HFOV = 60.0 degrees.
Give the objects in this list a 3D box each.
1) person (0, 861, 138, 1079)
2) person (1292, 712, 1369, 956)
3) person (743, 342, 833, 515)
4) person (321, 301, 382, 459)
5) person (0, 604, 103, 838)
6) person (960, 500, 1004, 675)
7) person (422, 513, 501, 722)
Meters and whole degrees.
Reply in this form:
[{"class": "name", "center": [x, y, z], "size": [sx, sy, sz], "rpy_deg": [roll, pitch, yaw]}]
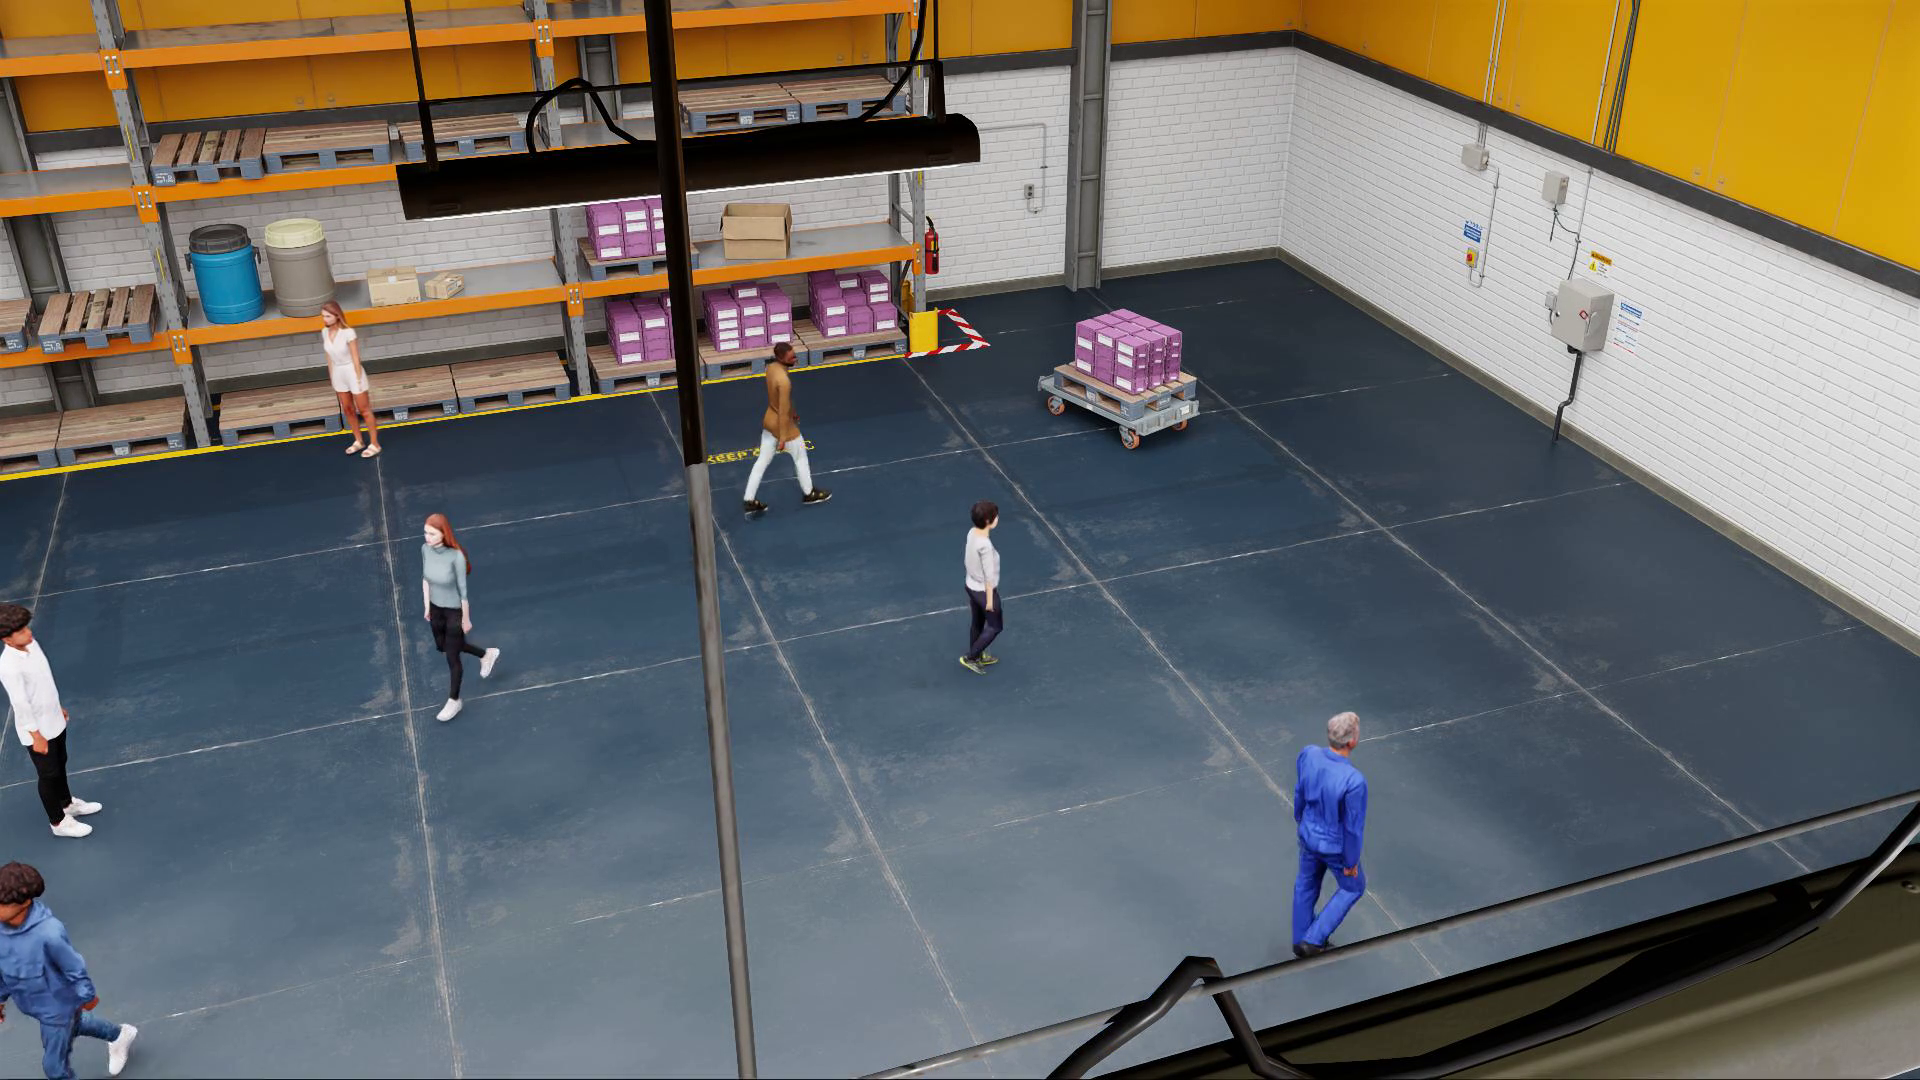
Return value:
[{"class": "person", "center": [-5.055, 2.487, 9.331], "size": [1.156, 1.789, 1.179], "rpy_deg": [10, 30, 18]}, {"class": "person", "center": [2.232, 1.902, 10.373], "size": [0.763, 1.818, 0.829], "rpy_deg": [-18, 33, -29]}, {"class": "person", "center": [-1.796, -1.033, 15.804], "size": [1.208, 1.768, 0.838], "rpy_deg": [-17, 33, -29]}, {"class": "person", "center": [-6.247, -1.668, 17.050], "size": [0.680, 1.691, 0.753], "rpy_deg": [9, 30, 16]}, {"class": "person", "center": [-6.416, 1.244, 11.588], "size": [0.636, 1.810, 0.674], "rpy_deg": [-4, 29, -8]}, {"class": "person", "center": [0.104, 0.394, 13.424], "size": [0.601, 1.543, 0.551], "rpy_deg": [-10, 30, -18]}, {"class": "person", "center": [-3.931, 0.540, 12.962], "size": [0.933, 1.730, 1.039], "rpy_deg": [16, 32, 27]}]
